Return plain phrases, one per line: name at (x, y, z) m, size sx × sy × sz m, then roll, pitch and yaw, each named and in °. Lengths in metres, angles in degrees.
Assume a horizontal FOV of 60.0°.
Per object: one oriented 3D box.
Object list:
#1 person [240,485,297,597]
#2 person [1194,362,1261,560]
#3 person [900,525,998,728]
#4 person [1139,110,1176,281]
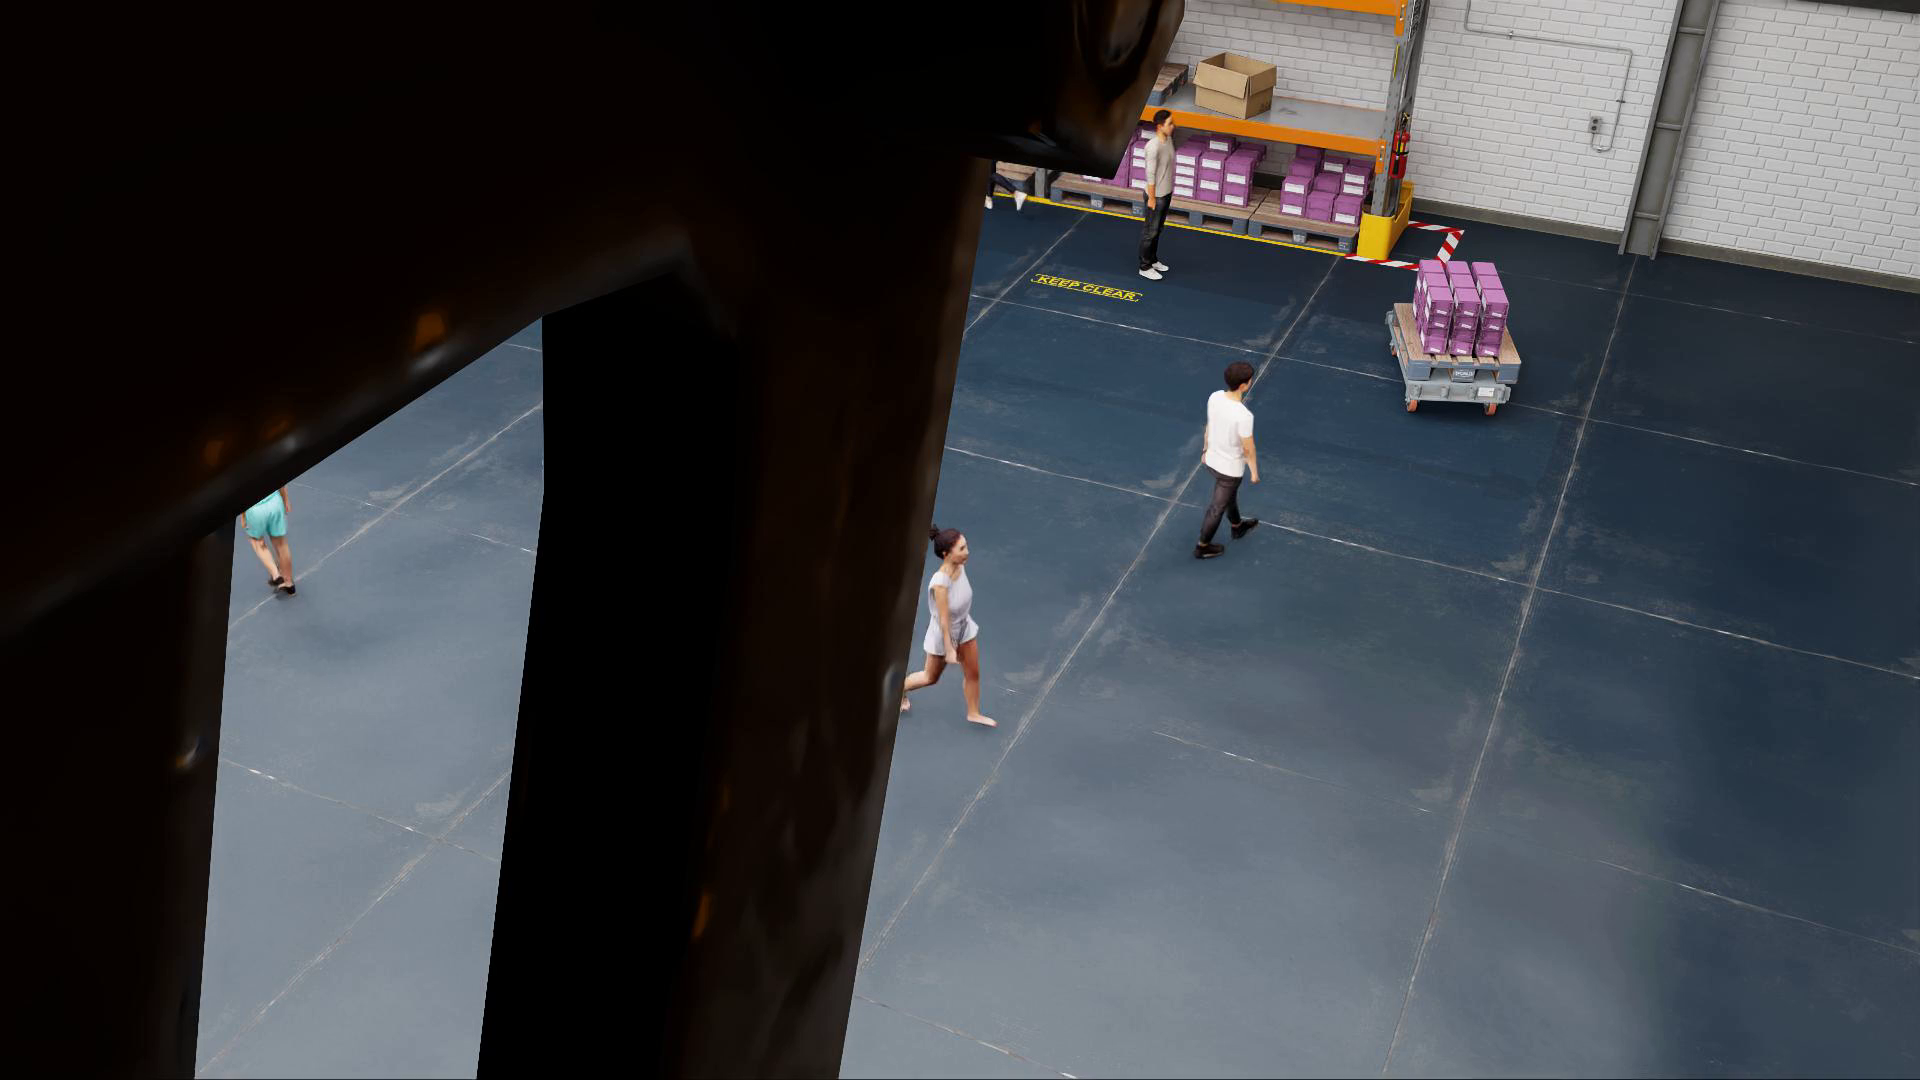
person at (-5.297, -0.214, 12.691) m, size 0.655 × 1.548 × 0.701 m, roll -22°, pitch 39°, yaw -29°
person at (2.035, -0.607, 13.145) m, size 1.017 × 1.700 × 0.981 m, roll -15°, pitch 36°, yaw -21°
person at (-0.143, 0.622, 11.406) m, size 0.992 × 1.577 × 0.577 m, roll 16°, pitch 37°, yaw 22°
person at (2.087, -3.691, 17.683) m, size 0.543 × 1.812 × 0.648 m, roll 16°, pitch 37°, yaw 23°
